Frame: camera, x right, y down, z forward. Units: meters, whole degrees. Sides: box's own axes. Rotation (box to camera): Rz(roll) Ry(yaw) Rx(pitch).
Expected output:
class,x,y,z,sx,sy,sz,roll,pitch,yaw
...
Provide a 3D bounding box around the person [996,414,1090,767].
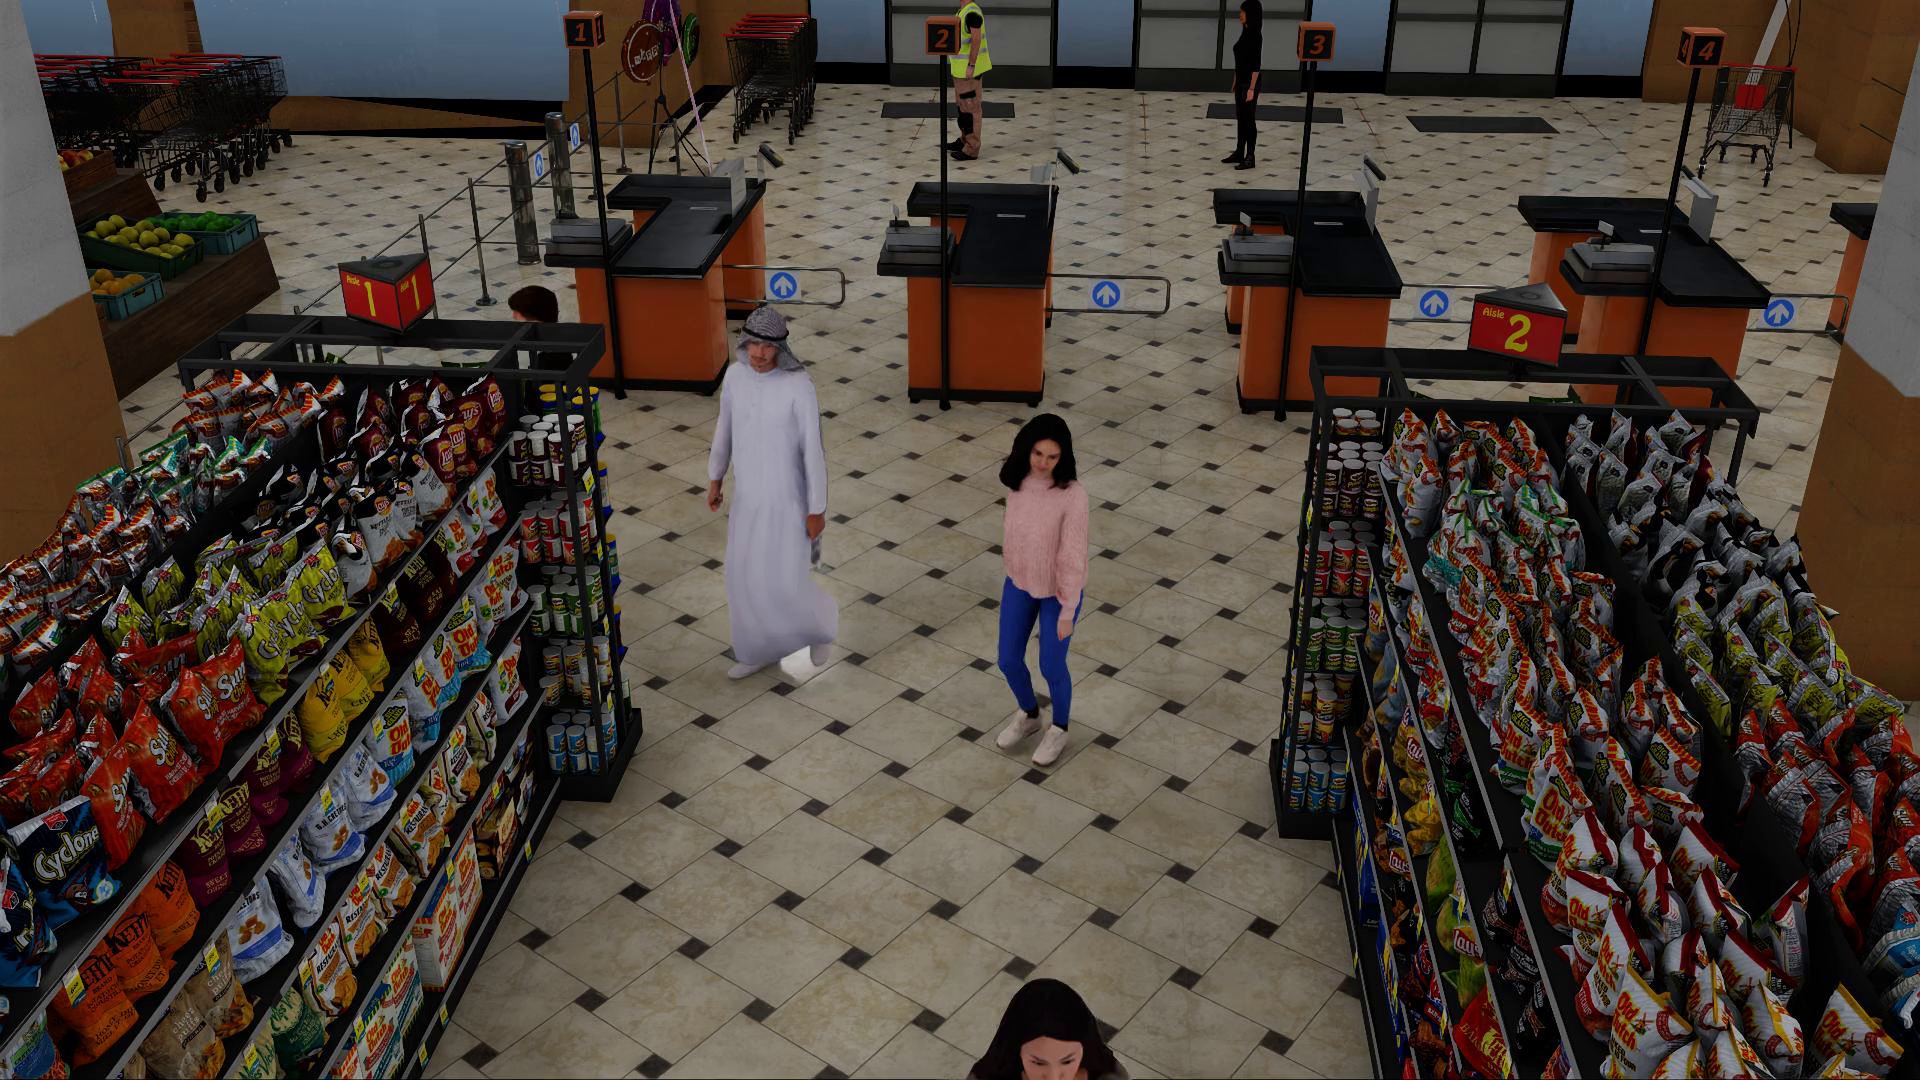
class,x,y,z,sx,sy,sz,roll,pitch,yaw
person,0.385,0.212,7.147,0.846,1.727,0.803,-18,32,-31

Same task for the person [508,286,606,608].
class,x,y,z,sx,sy,sz,roll,pitch,yaw
person,-1.870,-0.351,8.139,0.767,1.834,0.611,-2,27,-4

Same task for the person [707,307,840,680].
class,x,y,z,sx,sy,sz,roll,pitch,yaw
person,-0.816,-0.210,7.776,1.046,1.910,1.011,-24,36,-39

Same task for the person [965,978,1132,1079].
class,x,y,z,sx,sy,sz,roll,pitch,yaw
person,0.193,1.710,4.191,0.706,1.729,0.877,-3,27,-7

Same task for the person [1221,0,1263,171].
class,x,y,z,sx,sy,sz,roll,pitch,yaw
person,2.889,-4.575,16.681,0.697,1.642,0.560,-8,28,-15

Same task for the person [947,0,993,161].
class,x,y,z,sx,sy,sz,roll,pitch,yaw
person,0.065,-4.842,16.980,0.836,1.846,0.742,-5,27,-9
